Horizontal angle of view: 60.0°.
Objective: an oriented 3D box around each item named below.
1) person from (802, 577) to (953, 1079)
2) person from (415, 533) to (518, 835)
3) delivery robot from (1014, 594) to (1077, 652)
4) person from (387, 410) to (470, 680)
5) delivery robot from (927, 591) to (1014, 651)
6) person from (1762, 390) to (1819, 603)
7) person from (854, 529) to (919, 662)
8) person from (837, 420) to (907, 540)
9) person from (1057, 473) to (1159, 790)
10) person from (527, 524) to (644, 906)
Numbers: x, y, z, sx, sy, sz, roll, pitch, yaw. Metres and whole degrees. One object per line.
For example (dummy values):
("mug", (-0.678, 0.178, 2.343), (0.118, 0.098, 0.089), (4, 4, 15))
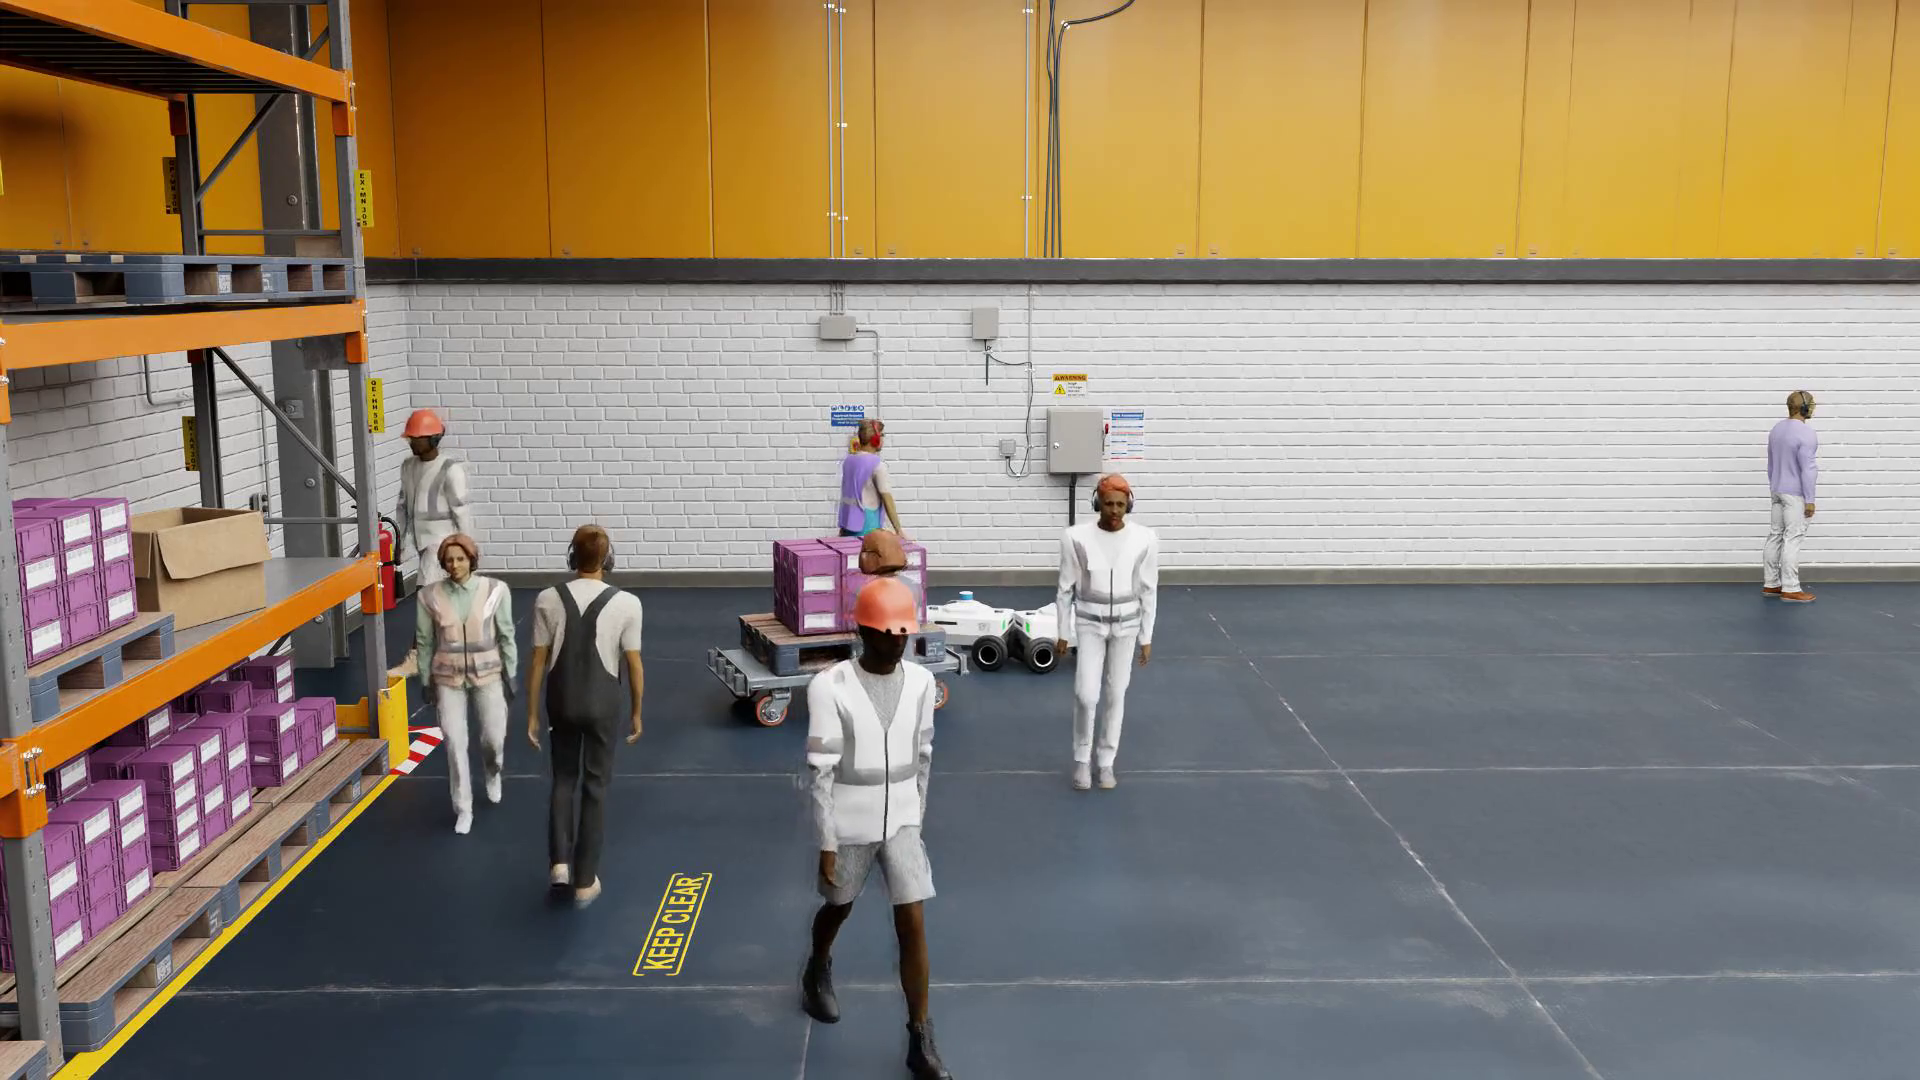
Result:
("person", (-0.359, 1.057, 6.426), (0.558, 1.896, 0.991), (-4, 10, -25))
("person", (-2.675, 0.757, 9.044), (0.529, 1.625, 0.435), (-2, 10, -13))
("delivery robot", (0.785, 0.650, 12.693), (0.707, 0.478, 0.477), (-3, 9, -15))
("person", (-3.952, 0.002, 12.566), (0.607, 2.003, 1.049), (7, 12, 37))
("delivery robot", (0.045, 0.639, 12.766), (0.707, 0.478, 0.477), (2, 9, 14))
("person", (7.615, -0.403, 15.211), (0.372, 1.940, 0.630), (-1, 9, -6))
("person", (-0.459, 0.738, 9.167), (0.521, 1.614, 0.533), (8, 12, 40))
("person", (-0.726, -0.085, 13.694), (0.956, 1.792, 0.578), (-5, 11, -30))
("person", (0.857, 0.541, 9.634), (0.573, 1.864, 0.502), (0, 9, -2))
("person", (-1.785, 0.837, 7.959), (0.537, 1.820, 0.414), (0, 9, -2))
